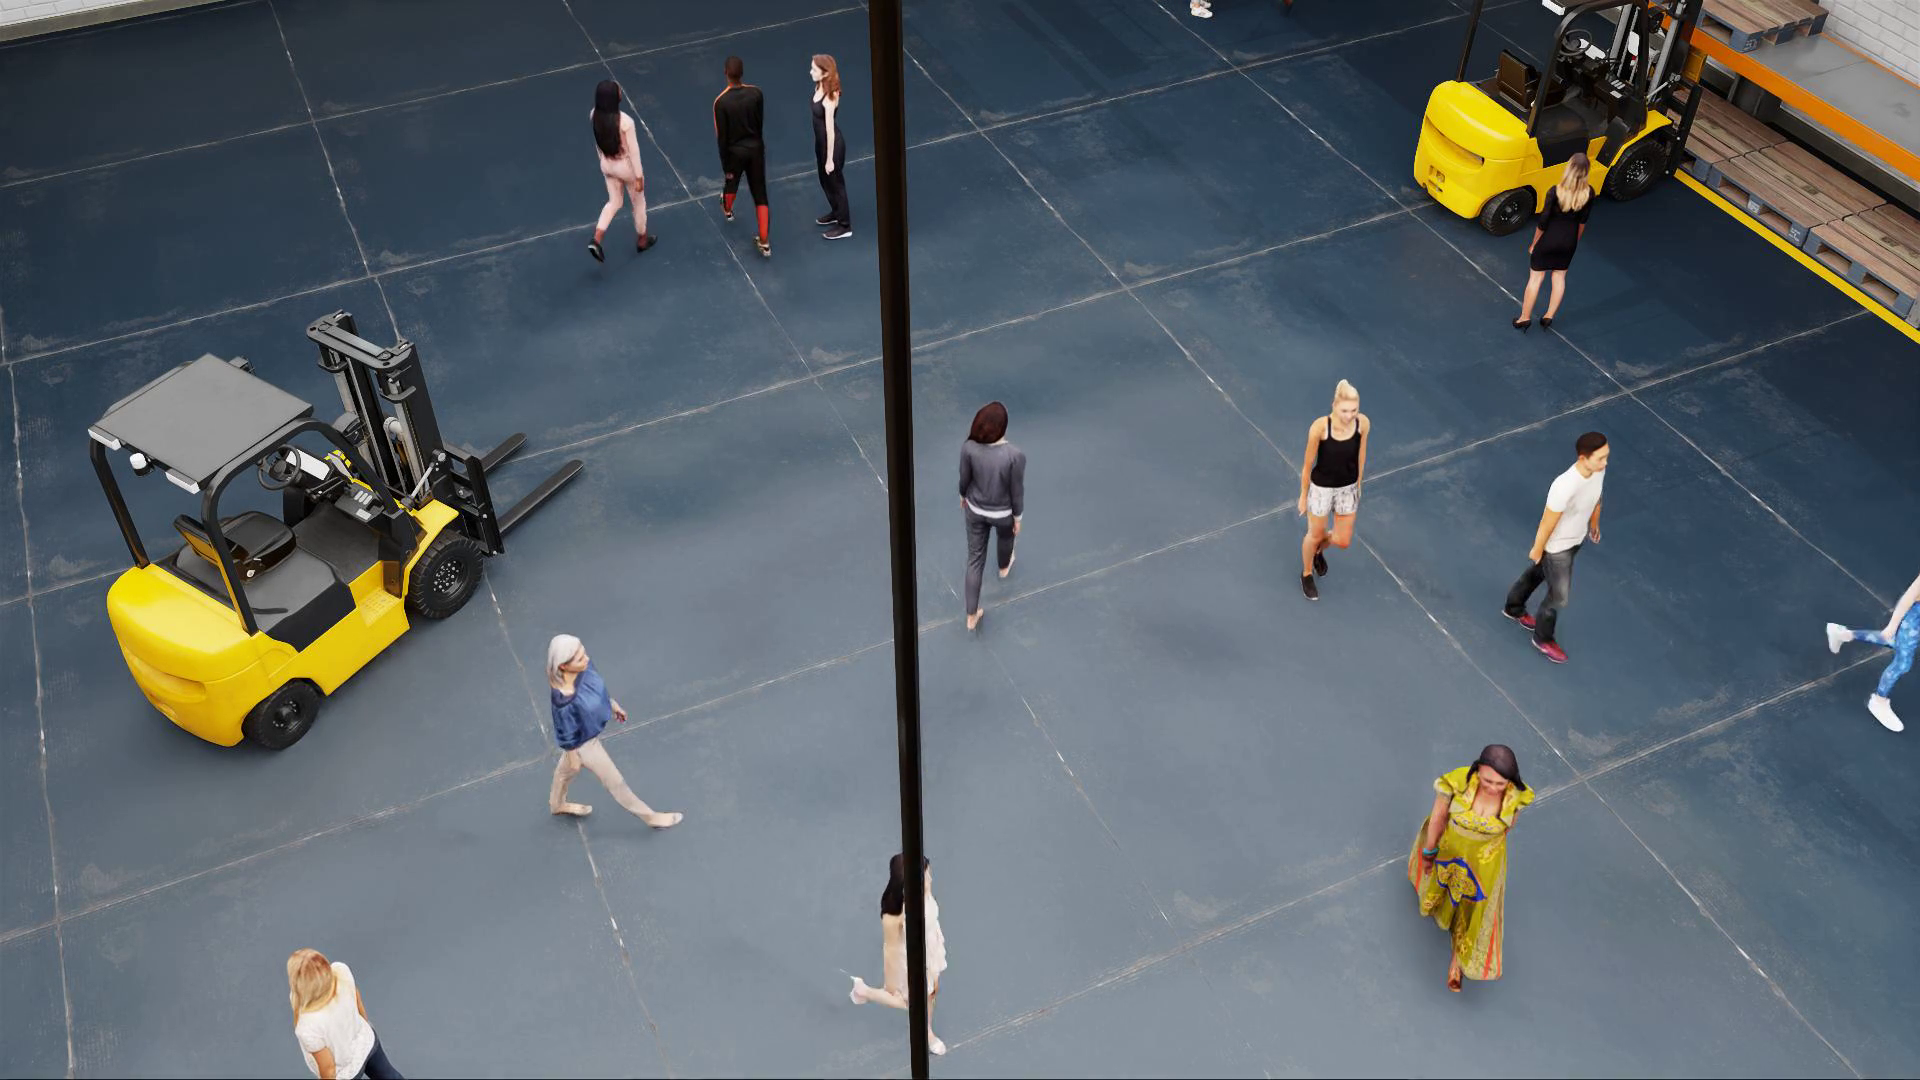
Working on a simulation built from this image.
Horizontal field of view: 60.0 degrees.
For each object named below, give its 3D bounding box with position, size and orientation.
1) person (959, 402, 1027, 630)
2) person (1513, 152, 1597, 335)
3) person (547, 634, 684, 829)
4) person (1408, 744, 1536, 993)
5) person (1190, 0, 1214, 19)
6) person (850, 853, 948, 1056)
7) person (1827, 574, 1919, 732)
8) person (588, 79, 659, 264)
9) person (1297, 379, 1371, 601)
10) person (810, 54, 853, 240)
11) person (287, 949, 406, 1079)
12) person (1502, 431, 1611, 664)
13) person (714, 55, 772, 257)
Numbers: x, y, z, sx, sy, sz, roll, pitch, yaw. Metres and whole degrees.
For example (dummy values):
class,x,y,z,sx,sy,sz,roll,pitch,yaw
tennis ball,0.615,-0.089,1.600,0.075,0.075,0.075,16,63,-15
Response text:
class,x,y,z,sx,sy,sz,roll,pitch,yaw
person,0.187,-0.151,11.209,1.038,1.728,1.167,9,44,10
person,4.882,-2.422,13.630,0.604,1.677,0.572,-3,44,-3
person,-2.329,1.165,9.893,1.012,1.648,1.129,0,44,0
person,2.851,1.642,9.410,1.177,1.623,1.279,10,44,10
person,2.654,-6.415,17.967,0.707,1.476,0.589,2,44,3
person,-0.318,2.156,8.790,0.943,1.724,0.836,21,47,20
person,5.992,0.450,10.560,0.642,1.763,0.983,-24,49,-23
person,-2.985,-3.140,14.365,1.032,1.703,1.019,22,48,22
person,2.517,-0.408,11.404,0.709,1.831,0.758,-7,44,-7
person,-1.136,-3.493,14.706,0.648,1.745,0.460,-14,45,-14
person,-3.031,2.578,8.286,0.732,1.809,0.630,8,44,8
person,3.920,-0.054,11.074,0.926,1.785,0.820,31,52,29
person,-1.836,-3.302,14.495,0.655,1.757,1.155,-16,46,-16
